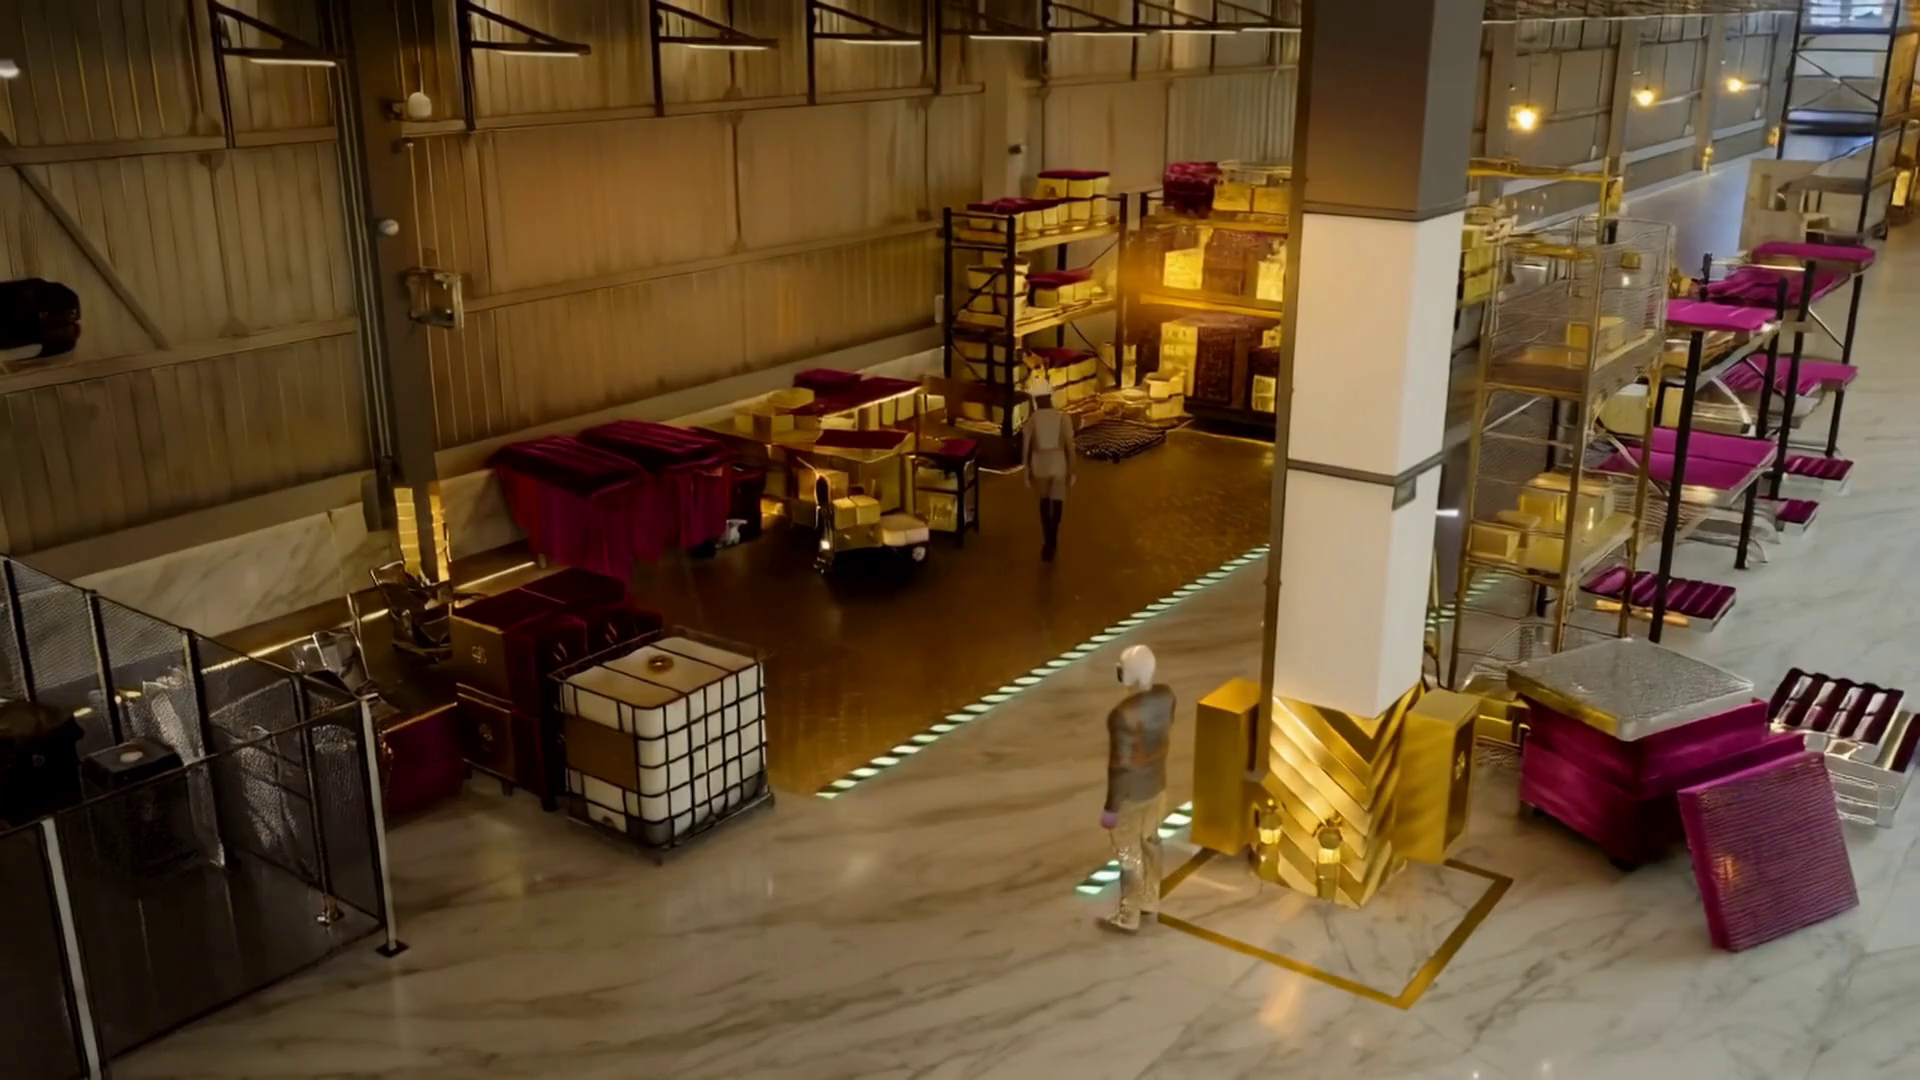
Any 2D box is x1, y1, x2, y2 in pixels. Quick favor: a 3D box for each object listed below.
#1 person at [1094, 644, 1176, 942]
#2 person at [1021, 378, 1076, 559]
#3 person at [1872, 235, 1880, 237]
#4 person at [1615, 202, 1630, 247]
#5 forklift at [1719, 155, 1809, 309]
[{"bbox_3d":[1.081,1.559,10.337,0.372,1.940,0.630,13,22,34],"label":"person"},{"bbox_3d":[0.917,-0.725,17.381,0.585,1.907,0.728,3,18,8],"label":"person"},{"bbox_3d":[22.487,-8.310,41.086,0.526,1.605,0.733,-13,22,-35],"label":"person"},{"bbox_3d":[12.634,-5.516,32.004,0.357,1.938,0.636,13,22,34],"label":"person"},{"bbox_3d":[15.313,-5.828,31.456,1.129,2.768,1.873,13,22,34],"label":"forklift"}]
